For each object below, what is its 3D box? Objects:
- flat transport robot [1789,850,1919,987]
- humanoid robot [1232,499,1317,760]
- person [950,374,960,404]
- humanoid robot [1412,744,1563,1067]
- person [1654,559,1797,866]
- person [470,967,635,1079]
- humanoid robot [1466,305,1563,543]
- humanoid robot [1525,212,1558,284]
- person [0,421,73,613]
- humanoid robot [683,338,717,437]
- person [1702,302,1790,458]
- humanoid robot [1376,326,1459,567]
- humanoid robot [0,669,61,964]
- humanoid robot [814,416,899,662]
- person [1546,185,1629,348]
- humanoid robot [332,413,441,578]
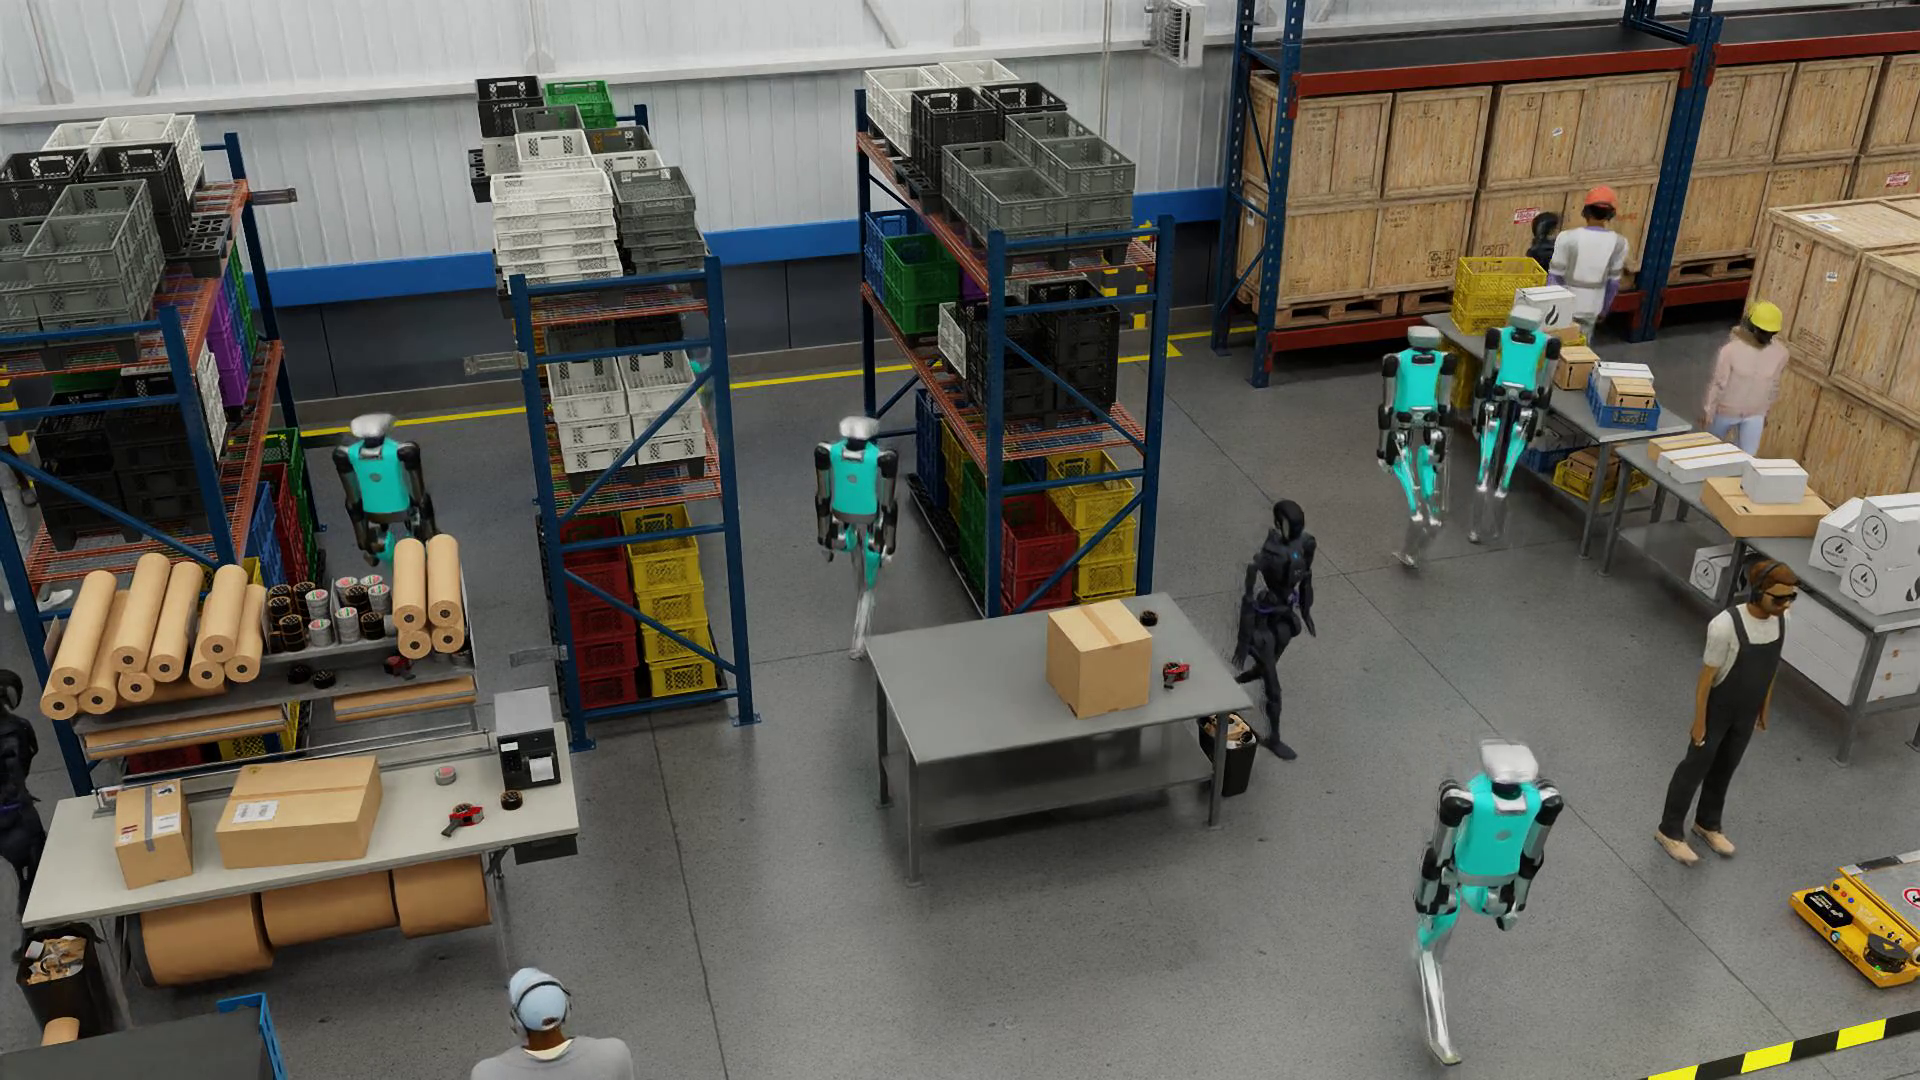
[{"bbox_3d":[5.163,1.916,8.676,1.431,0.231,0.659,-8,30,-14],"label":"flat transport robot"},{"bbox_3d":[1.831,0.458,9.936,0.616,1.642,0.785,-19,34,-30],"label":"humanoid robot"},{"bbox_3d":[0.042,-1.711,13.564,0.378,1.916,0.598,0,29,0],"label":"person"},{"bbox_3d":[2.342,1.575,7.759,0.534,1.727,1.013,-1,29,-3],"label":"humanoid robot"},{"bbox_3d":[4.114,0.914,8.875,0.506,1.841,0.351,-10,30,-18],"label":"person"},{"bbox_3d":[-1.477,2.336,6.267,0.596,1.852,0.378,-8,30,-14],"label":"person"},{"bbox_3d":[3.941,-0.760,12.051,0.538,1.804,0.707,12,31,21],"label":"humanoid robot"},{"bbox_3d":[5.002,-2.033,14.407,0.514,1.637,0.583,-2,29,-3],"label":"humanoid robot"},{"bbox_3d":[-6.468,-0.366,11.164,0.516,1.873,0.327,4,29,7],"label":"person"},{"bbox_3d":[-2.196,-1.489,13.355,0.937,1.754,0.530,-16,33,-27],"label":"humanoid robot"},{"bbox_3d":[5.816,-0.986,12.431,0.525,1.736,0.841,4,29,8],"label":"person"},{"bbox_3d":[3.227,-0.529,11.647,0.539,1.813,0.796,-3,29,-5],"label":"humanoid robot"},{"bbox_3d":[-4.668,1.360,8.235,0.463,1.631,0.609,-22,36,-35],"label":"humanoid robot"},{"bbox_3d":[-0.624,-0.074,10.779,0.556,1.728,1.051,5,29,9],"label":"humanoid robot"},{"bbox_3d":[5.163,-1.968,13.938,0.650,2.007,0.607,5,29,8],"label":"person"},{"bbox_3d":[-3.605,-0.052,10.840,0.544,1.888,0.783,-1,29,-2],"label":"humanoid robot"}]
